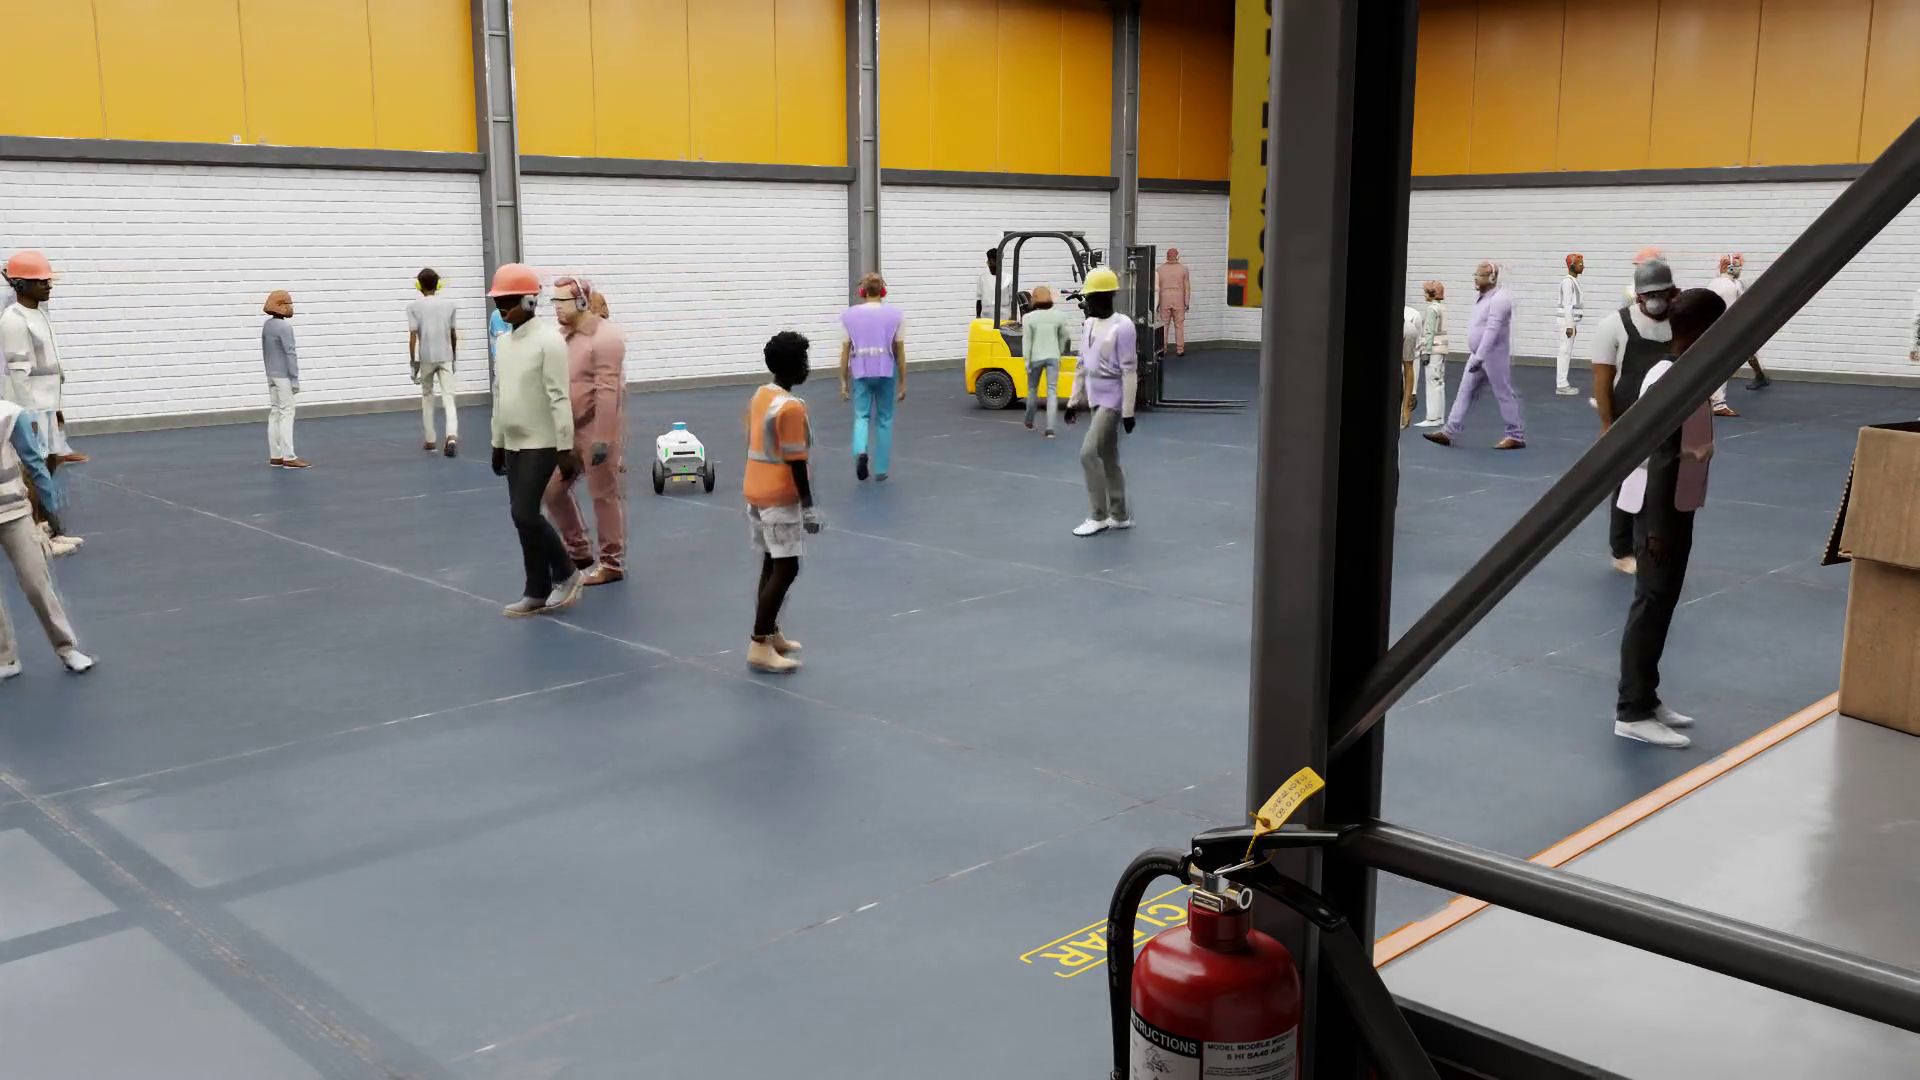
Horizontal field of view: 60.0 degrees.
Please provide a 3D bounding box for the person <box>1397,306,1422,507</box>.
[{"bbox_3d":[3.315,-1.199,13.105,0.572,1.886,0.358,3,11,18],"label":"person"}]

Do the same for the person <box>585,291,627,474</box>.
[{"bbox_3d":[-3.224,-1.394,14.849,0.497,1.636,0.286,0,10,3],"label":"person"}]

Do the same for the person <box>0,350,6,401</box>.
[{"bbox_3d":[-7.550,-1.125,12.641,0.709,1.904,0.654,-1,10,-6],"label":"person"}]

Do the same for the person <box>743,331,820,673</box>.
[{"bbox_3d":[-0.920,-0.189,8.239,0.365,1.680,0.591,-4,11,-22],"label":"person"}]

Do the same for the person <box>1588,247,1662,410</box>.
[{"bbox_3d":[8.084,-2.454,19.680,1.073,1.981,0.638,10,14,43],"label":"person"}]

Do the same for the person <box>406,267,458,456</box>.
[{"bbox_3d":[-5.117,-1.738,16.213,0.484,1.829,0.887,-5,11,-24],"label":"person"}]

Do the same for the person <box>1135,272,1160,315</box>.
[{"bbox_3d":[2.922,-3.674,26.481,0.358,1.930,0.590,-7,13,-34],"label":"person"}]

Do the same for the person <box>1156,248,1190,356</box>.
[{"bbox_3d":[3.751,-4.193,29.377,0.638,1.908,0.409,3,11,15],"label":"person"}]

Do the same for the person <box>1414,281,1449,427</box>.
[{"bbox_3d":[5.298,-2.075,18.588,0.317,1.631,0.522,6,12,29],"label":"person"}]

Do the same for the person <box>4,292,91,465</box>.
[{"bbox_3d":[-8.512,-1.583,15.158,0.630,1.907,0.914,9,14,42],"label":"person"}]

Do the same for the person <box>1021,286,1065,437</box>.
[{"bbox_3d":[0.881,-1.916,17.832,0.497,1.584,0.864,-2,11,-8],"label":"person"}]

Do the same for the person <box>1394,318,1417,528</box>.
[{"bbox_3d":[3.012,-0.975,12.012,0.506,1.839,0.344,6,12,29],"label":"person"}]

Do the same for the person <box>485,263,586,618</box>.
[{"bbox_3d":[-2.405,-0.521,9.235,0.650,1.945,0.437,10,14,44],"label":"person"}]

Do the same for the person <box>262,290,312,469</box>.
[{"bbox_3d":[-6.226,-1.475,15.299,0.503,1.632,0.274,10,14,43],"label":"person"}]

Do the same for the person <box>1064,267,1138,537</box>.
[{"bbox_3d":[0.975,-0.977,11.860,0.685,1.904,0.606,-4,11,-19],"label":"person"}]

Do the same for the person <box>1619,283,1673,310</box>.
[{"bbox_3d":[8.200,-2.424,19.974,0.638,1.820,0.445,2,11,10],"label":"person"}]

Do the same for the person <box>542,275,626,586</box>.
[{"bbox_3d":[-2.299,-0.648,10.100,0.659,1.890,0.503,8,13,38],"label":"person"}]

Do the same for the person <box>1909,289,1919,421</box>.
[{"bbox_3d":[10.703,-2.103,18.066,0.998,1.890,0.672,-4,11,-22],"label":"person"}]

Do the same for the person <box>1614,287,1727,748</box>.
[{"bbox_3d":[2.989,-0.103,7.048,0.373,1.915,0.596,6,12,30],"label":"person"}]

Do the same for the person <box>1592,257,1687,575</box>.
[{"bbox_3d":[4.336,-0.789,10.446,0.699,2.000,0.541,1,10,4],"label":"person"}]

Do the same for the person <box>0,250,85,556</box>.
[{"bbox_3d":[-6.120,-0.898,11.077,0.393,2.038,0.606,-2,11,-13],"label":"person"}]

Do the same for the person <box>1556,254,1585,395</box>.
[{"bbox_3d":[8.216,-2.900,22.389,0.355,1.882,0.576,4,11,22],"label":"person"}]

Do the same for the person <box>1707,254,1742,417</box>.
[{"bbox_3d":[9.073,-2.424,19.726,0.408,1.909,0.638,1,10,3],"label":"person"}]

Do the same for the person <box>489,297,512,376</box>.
[{"bbox_3d":[-4.614,-1.814,16.975,0.318,1.695,0.539,2,11,12],"label":"person"}]

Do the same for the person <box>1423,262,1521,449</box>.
[{"bbox_3d":[5.175,-1.821,16.555,1.008,1.864,0.650,-2,11,-9],"label":"person"}]

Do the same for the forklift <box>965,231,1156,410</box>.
[{"bbox_3d":[1.222,-2.721,20.561,2.313,2.155,1.214,2,11,13],"label":"forklift"}]

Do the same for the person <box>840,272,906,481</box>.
[{"bbox_3d":[-0.744,-1.384,14.305,0.564,1.820,0.639,0,10,1],"label":"person"}]

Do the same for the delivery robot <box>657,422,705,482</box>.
[{"bbox_3d":[-2.360,-0.748,14.020,0.477,0.478,0.707,-3,11,-15],"label":"delivery robot"}]

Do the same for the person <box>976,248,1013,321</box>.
[{"bbox_3d":[0.489,-3.027,22.866,0.602,1.961,0.371,4,11,21],"label":"person"}]

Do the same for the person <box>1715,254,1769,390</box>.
[{"bbox_3d":[10.745,-3.014,23.040,1.019,1.877,0.585,3,11,17],"label":"person"}]

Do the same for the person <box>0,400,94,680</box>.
[{"bbox_3d":[-4.554,-0.098,7.857,0.603,1.612,0.411,-2,11,-10],"label":"person"}]
